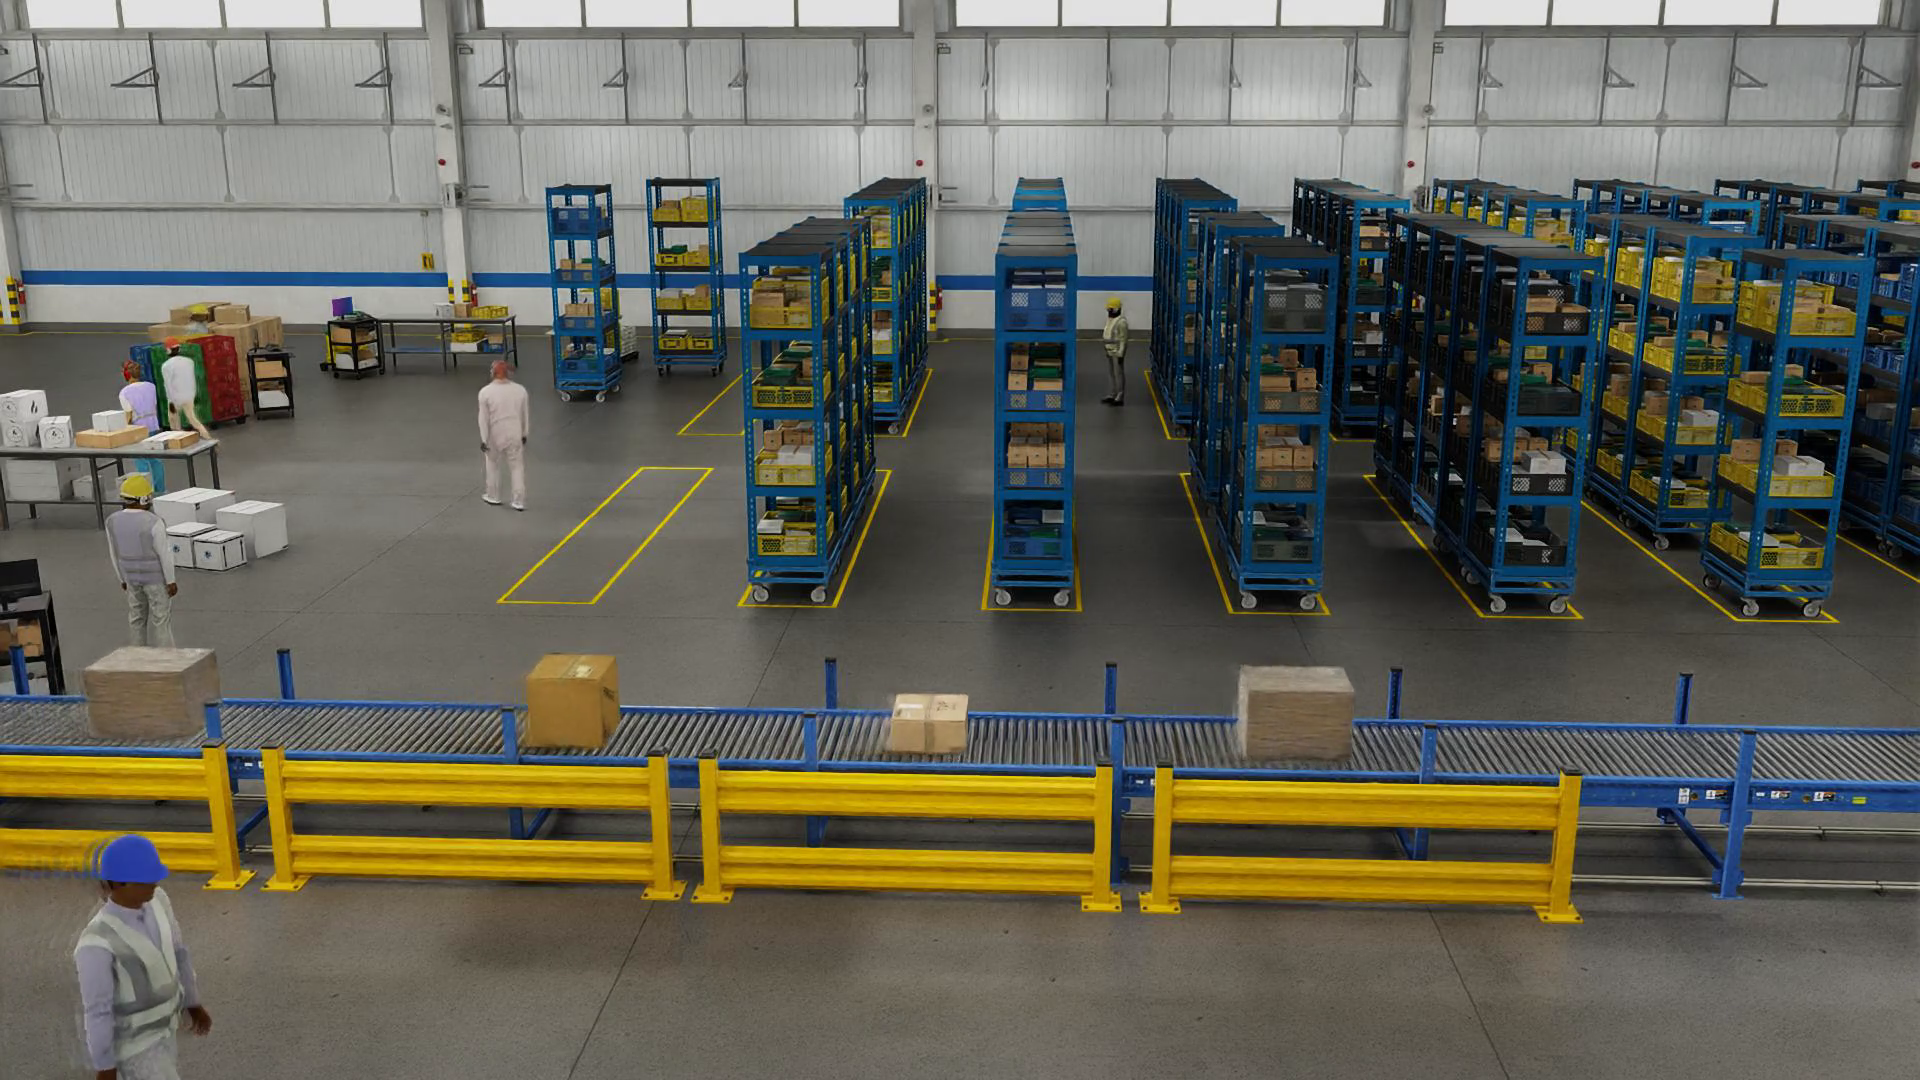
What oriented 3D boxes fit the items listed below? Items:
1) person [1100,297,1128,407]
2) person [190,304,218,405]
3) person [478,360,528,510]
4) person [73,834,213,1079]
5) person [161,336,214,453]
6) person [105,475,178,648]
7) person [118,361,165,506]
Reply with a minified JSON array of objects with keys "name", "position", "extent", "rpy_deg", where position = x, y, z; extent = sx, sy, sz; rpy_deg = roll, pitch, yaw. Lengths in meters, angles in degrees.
[{"name":"person","position":[2.585,-3.140,27.731],"extent":[0.404,1.828,0.591],"rpy_deg":[-4,16,-15]},{"name":"person","position":[-12.433,-3.040,27.556],"extent":[0.749,1.716,0.494],"rpy_deg":[0,15,0]},{"name":"person","position":[-5.779,-1.333,20.948],"extent":[0.676,1.867,0.891],"rpy_deg":[-11,18,-34]},{"name":"person","position":[-3.649,2.236,7.594],"extent":[0.582,1.929,0.609],"rpy_deg":[0,15,-1]},{"name":"person","position":[-11.180,-2.073,23.965],"extent":[0.722,1.728,0.569],"rpy_deg":[6,16,22]},{"name":"person","position":[-7.271,0.317,14.888],"extent":[0.586,1.833,0.403],"rpy_deg":[3,15,11]},{"name":"person","position":[-10.348,-1.348,21.042],"extent":[0.390,1.847,0.563],"rpy_deg":[4,16,15]}]
